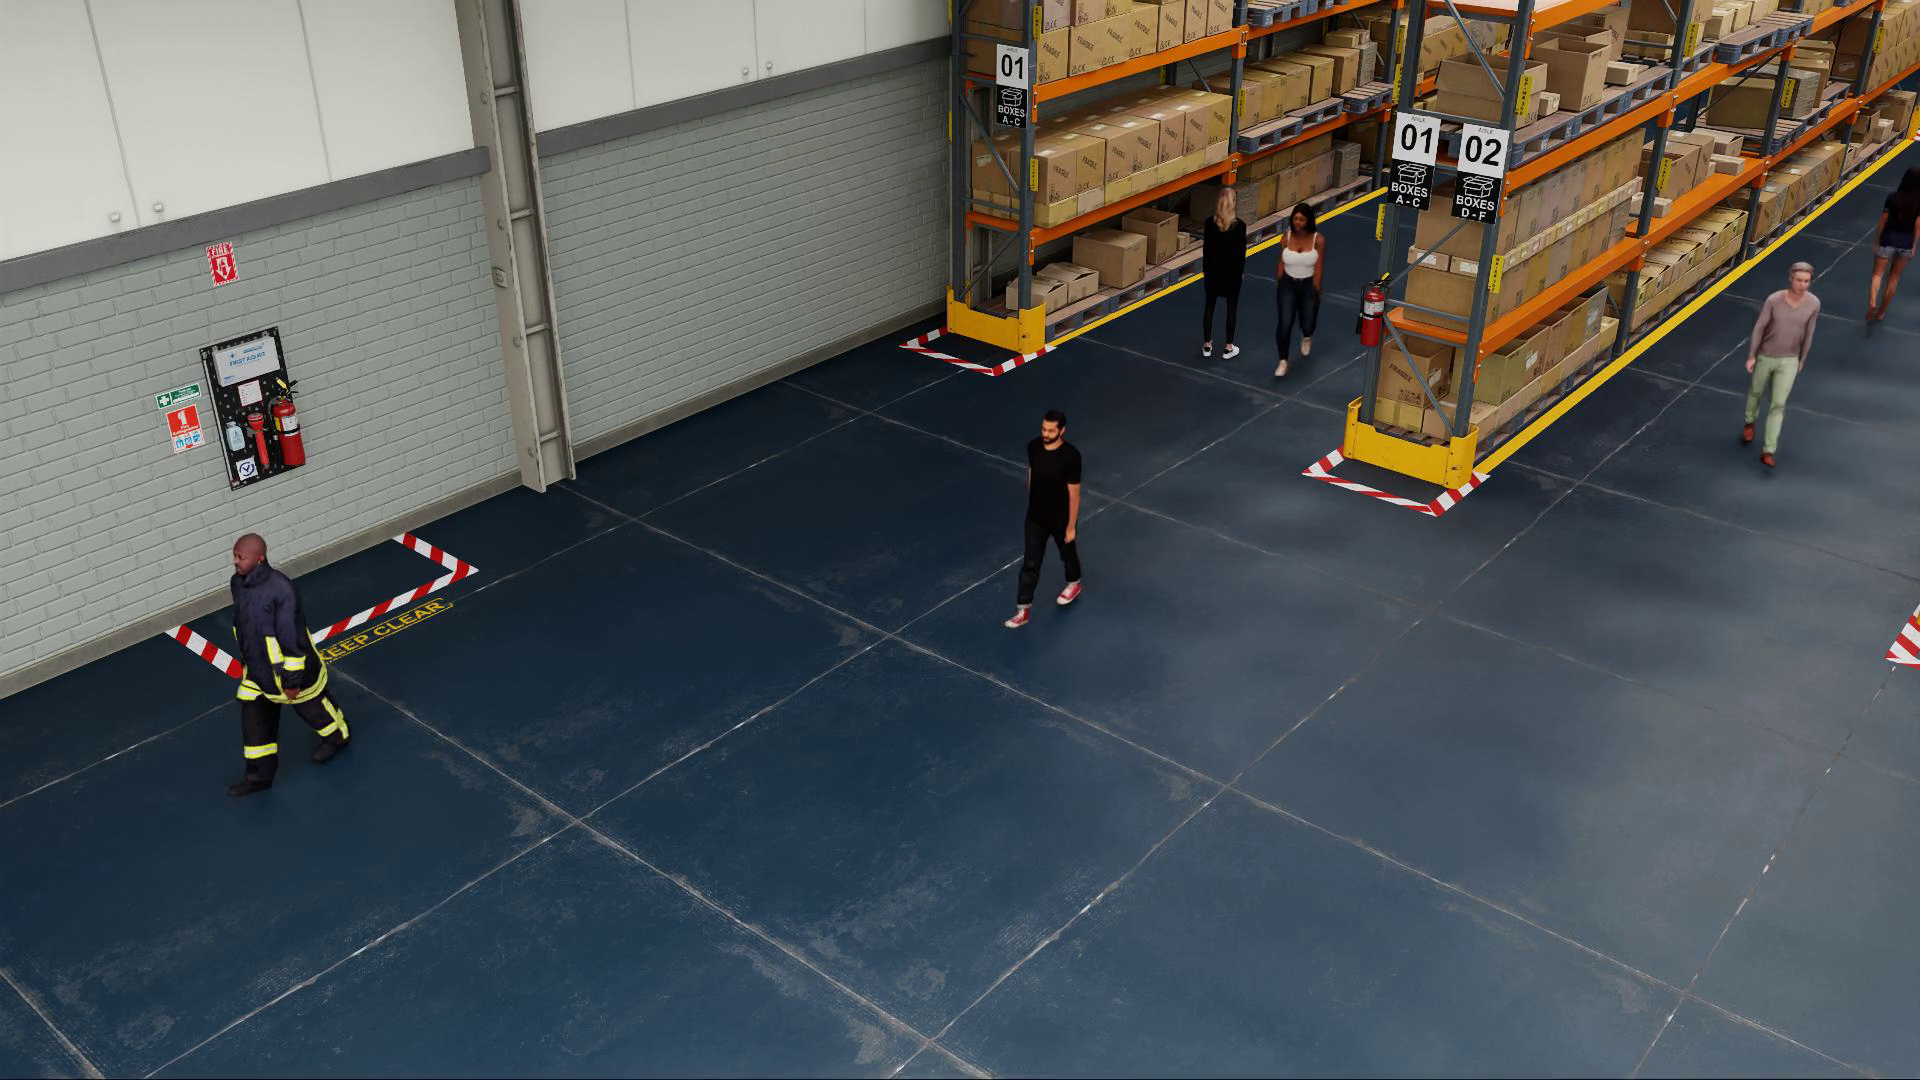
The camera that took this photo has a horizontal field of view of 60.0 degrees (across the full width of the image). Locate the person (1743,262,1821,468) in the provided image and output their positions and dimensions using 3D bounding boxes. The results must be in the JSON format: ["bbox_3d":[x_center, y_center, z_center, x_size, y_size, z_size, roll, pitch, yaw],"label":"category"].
[{"bbox_3d":[7.473,-1.668,15.267,1.004,1.820,1.355,9,29,17],"label":"person"}]

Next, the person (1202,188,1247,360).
[{"bbox_3d":[2.744,-2.779,17.374,0.660,1.802,0.614,12,30,21],"label":"person"}]

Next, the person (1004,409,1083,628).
[{"bbox_3d":[0.754,-0.203,12.635,0.746,1.709,1.170,17,32,28],"label":"person"}]

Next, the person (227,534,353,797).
[{"bbox_3d":[-4.349,0.737,10.792,0.932,1.782,1.248,14,31,24],"label":"person"}]

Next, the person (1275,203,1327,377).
[{"bbox_3d":[3.481,-2.571,16.995,0.825,1.791,1.048,11,30,20],"label":"person"}]

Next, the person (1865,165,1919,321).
[{"bbox_3d":[10.237,-3.197,18.210,0.673,1.753,0.901,15,31,26],"label":"person"}]
